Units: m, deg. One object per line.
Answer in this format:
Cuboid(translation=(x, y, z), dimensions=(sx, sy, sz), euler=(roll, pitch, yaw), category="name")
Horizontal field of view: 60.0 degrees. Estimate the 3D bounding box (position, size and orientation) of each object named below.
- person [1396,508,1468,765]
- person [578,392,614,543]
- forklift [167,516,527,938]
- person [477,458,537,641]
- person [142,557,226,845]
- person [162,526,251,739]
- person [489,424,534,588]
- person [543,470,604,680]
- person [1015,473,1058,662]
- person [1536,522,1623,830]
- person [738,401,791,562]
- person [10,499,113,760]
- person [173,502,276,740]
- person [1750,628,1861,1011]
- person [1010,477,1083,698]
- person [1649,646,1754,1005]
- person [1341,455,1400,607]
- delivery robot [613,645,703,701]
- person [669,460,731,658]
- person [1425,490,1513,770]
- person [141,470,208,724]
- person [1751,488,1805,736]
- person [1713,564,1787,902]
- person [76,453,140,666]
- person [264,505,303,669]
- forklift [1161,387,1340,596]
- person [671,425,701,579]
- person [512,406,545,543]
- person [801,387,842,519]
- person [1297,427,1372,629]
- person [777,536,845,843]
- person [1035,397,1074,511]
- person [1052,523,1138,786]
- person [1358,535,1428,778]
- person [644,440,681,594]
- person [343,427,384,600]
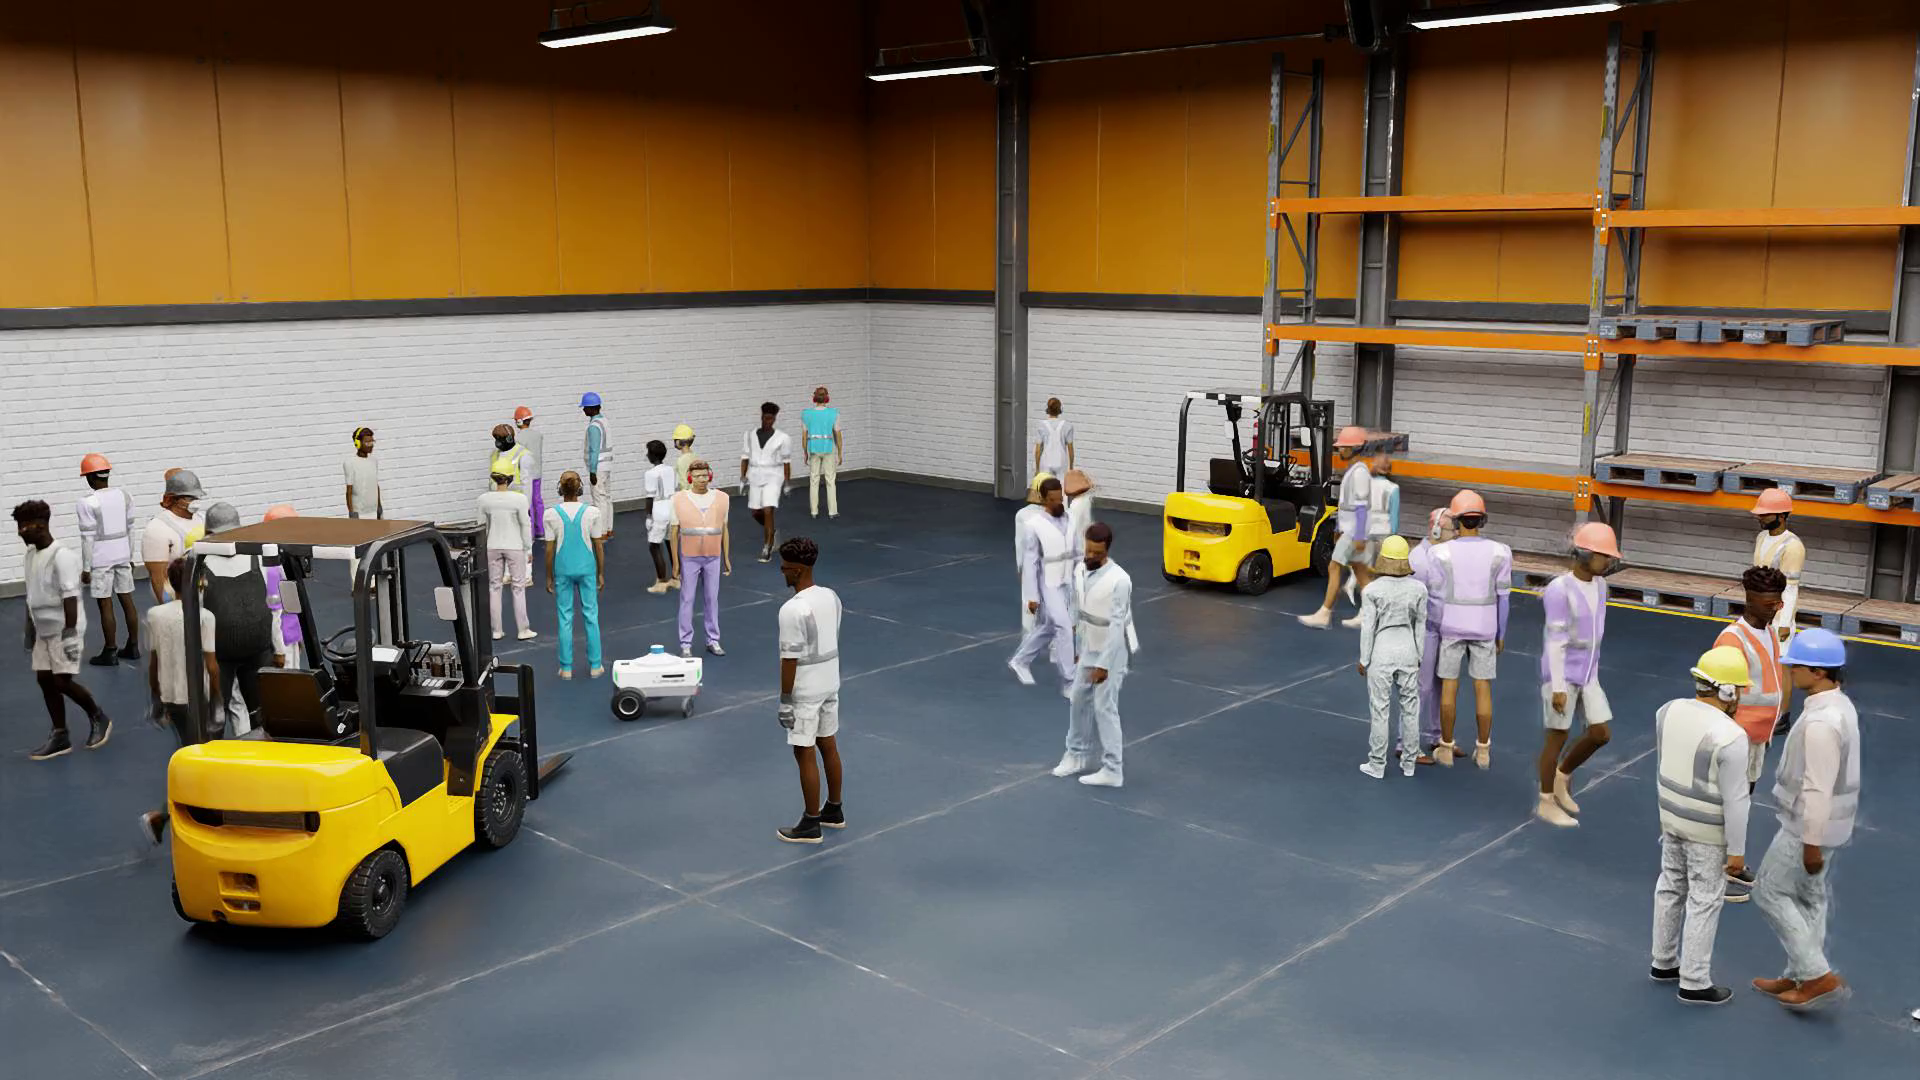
Cuboid(translation=(3.489, 0.699, 12.195), dimensions=(0.652, 1.897, 0.397), euler=(-8, 13, -39), category="person")
Cuboid(translation=(-4.658, -0.932, 21.351), dimensions=(0.416, 1.939, 0.604), euler=(0, 10, 1), category="person")
Cuboid(translation=(-3.583, 0.976, 9.748), dimensions=(1.214, 2.155, 2.313), euler=(2, 10, 11), category="forklift")
Cuboid(translation=(-4.358, 0.094, 15.990), dimensions=(0.525, 1.769, 0.321), euler=(1, 10, 7), category="person")
Cuboid(translation=(-4.921, 1.030, 10.470), dimensions=(0.564, 1.839, 0.724), euler=(3, 10, 16), category="person")
Cuboid(translation=(-5.284, 0.811, 11.731), dimensions=(0.591, 1.829, 0.404), euler=(-7, 12, -34), category="person")
Cuboid(translation=(-5.014, -0.385, 18.553), dimensions=(0.636, 1.830, 0.429), euler=(6, 12, 32), category="person")
Cuboid(translation=(-3.369, 0.308, 14.546), dimensions=(0.504, 1.847, 0.345), euler=(-2, 10, -14), category="person")
Cuboid(translation=(0.748, 0.251, 15.161), dimensions=(0.487, 1.744, 0.296), euler=(2, 10, 10), category="person")
Cuboid(translation=(3.982, 0.885, 10.782), dimensions=(0.674, 2.018, 0.433), euler=(-6, 12, -32), category="person")
Cuboid(translation=(-2.365, -0.736, 20.266), dimensions=(0.618, 1.923, 0.860), euler=(3, 10, 15), category="person")
Cuboid(translation=(-6.695, 0.650, 12.326), dimensions=(0.675, 1.933, 0.535), euler=(6, 12, 32), category="person")
Cuboid(translation=(-5.088, 0.719, 11.648), dimensions=(0.681, 2.000, 0.535), euler=(-10, 14, -44), category="person")
Cuboid(translation=(4.179, 1.378, 8.200), dimensions=(0.431, 1.932, 0.620), euler=(7, 12, 35), category="person")
Cuboid(translation=(0.769, 0.382, 14.064), dimensions=(0.946, 1.876, 0.599), euler=(8, 13, 39), category="person")
Cuboid(translation=(3.707, 1.417, 8.310), dimensions=(0.403, 1.821, 0.602), euler=(-3, 10, -14), category="person")
Cuboid(translation=(4.332, -0.080, 17.418), dimensions=(0.673, 1.609, 0.528), euler=(-9, 14, -43), category="person")
Cuboid(translation=(-2.446, 1.093, 13.480), dimensions=(0.707, 0.478, 0.477), euler=(-2, 10, -9), category="delivery robot")
Cuboid(translation=(-2.390, 0.169, 15.333), dimensions=(0.564, 1.846, 0.391), euler=(-5, 11, -25), category="person")
Cuboid(translation=(3.659, 0.651, 12.068), dimensions=(0.612, 2.038, 0.405), euler=(1, 10, 8), category="person")
Cuboid(translation=(-6.134, 0.436, 13.264), dimensions=(0.536, 2.000, 0.684), euler=(2, 10, 11), category="person")
Cuboid(translation=(6.289, 0.553, 12.930), dimensions=(0.399, 1.928, 0.542), euler=(-1, 10, -3), category="person")
Cuboid(translation=(4.570, 1.102, 9.681), dimensions=(0.614, 1.962, 0.362), euler=(-10, 14, -44), category="person")
Cuboid(translation=(-7.729, 0.176, 15.058), dimensions=(0.365, 1.932, 0.543), euler=(4, 11, 24), category="person")
Cuboid(translation=(-4.884, 0.700, 12.076), dimensions=(0.383, 1.933, 0.542), euler=(-2, 10, -11), category="person")
Cuboid(translation=(3.298, -0.608, 18.767), dimensions=(1.214, 2.155, 2.313), euler=(9, 13, 42), category="forklift")
Cuboid(translation=(-3.121, -0.432, 18.986), dimensions=(0.328, 1.769, 0.526), euler=(2, 10, 9), category="person")
Cuboid(translation=(-5.569, -0.841, 21.349), dimensions=(0.338, 1.752, 0.565), euler=(4, 11, 22), category="person")
Cuboid(translation=(-1.919, -1.200, 23.121), dimensions=(0.566, 1.850, 0.389), euler=(1, 10, 7), category="person")
Cuboid(translation=(3.723, -0.109, 16.429), dimensions=(0.884, 2.014, 0.637), euler=(2, 10, 9), category="person")
Cuboid(translation=(-0.969, 0.945, 10.619), dimensions=(0.386, 1.957, 0.604), euler=(5, 11, 24), category="person")
Cuboid(translation=(1.229, -0.936, 21.632), dimensions=(0.515, 1.842, 0.328), euler=(0, 10, -1), category="person")
Cuboid(translation=(0.977, 0.797, 11.689), dimensions=(0.468, 1.881, 0.630), euler=(-5, 11, -27), category="person")
Cuboid(translation=(3.073, 0.830, 11.865), dimensions=(0.486, 1.744, 0.310), euler=(-1, 10, -6), category="person")
Cuboid(translation=(-3.271, -0.257, 18.247), dimensions=(0.353, 1.675, 0.538), euler=(4, 11, 23), category="person")
Cuboid(translation=(-6.401, -0.288, 17.917), dimensions=(0.322, 1.860, 0.516), euler=(4, 11, 21), category="person")
